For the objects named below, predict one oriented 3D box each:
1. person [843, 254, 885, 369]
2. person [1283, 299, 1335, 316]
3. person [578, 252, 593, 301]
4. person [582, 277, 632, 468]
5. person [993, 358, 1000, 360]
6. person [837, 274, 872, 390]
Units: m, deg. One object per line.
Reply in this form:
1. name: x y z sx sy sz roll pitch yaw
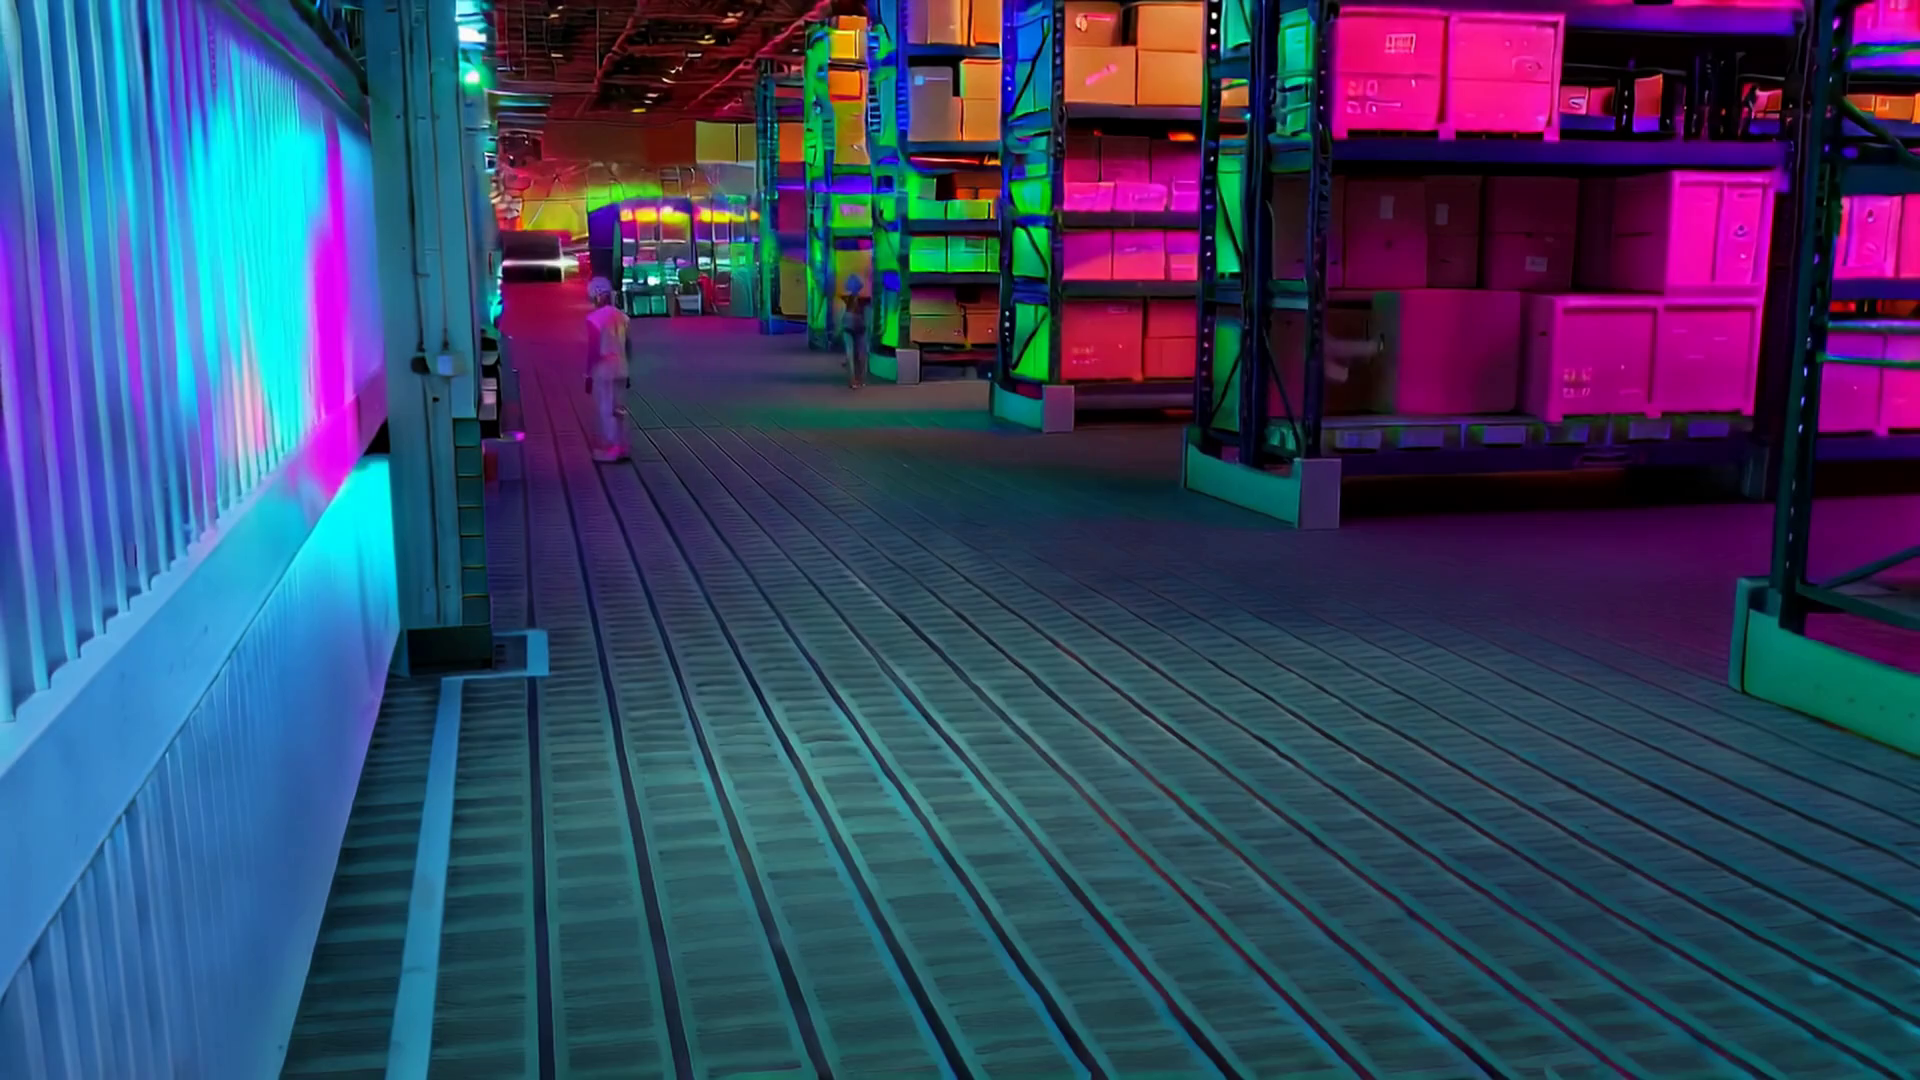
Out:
1. person: -1.552 -3.741 27.385 0.954 1.878 0.586 -5 11 -26
2. person: 3.208 -1.698 15.594 0.714 1.970 0.618 -7 12 -35
3. person: -13.921 -9.779 61.753 0.573 1.826 0.677 -6 11 -29
4. person: -3.261 -1.538 15.297 0.338 1.743 0.560 6 12 32
5. person: 0.310 -4.146 29.538 1.048 1.947 0.610 3 11 18
6. person: -1.503 -2.949 23.613 0.513 1.630 0.416 -2 10 -13
